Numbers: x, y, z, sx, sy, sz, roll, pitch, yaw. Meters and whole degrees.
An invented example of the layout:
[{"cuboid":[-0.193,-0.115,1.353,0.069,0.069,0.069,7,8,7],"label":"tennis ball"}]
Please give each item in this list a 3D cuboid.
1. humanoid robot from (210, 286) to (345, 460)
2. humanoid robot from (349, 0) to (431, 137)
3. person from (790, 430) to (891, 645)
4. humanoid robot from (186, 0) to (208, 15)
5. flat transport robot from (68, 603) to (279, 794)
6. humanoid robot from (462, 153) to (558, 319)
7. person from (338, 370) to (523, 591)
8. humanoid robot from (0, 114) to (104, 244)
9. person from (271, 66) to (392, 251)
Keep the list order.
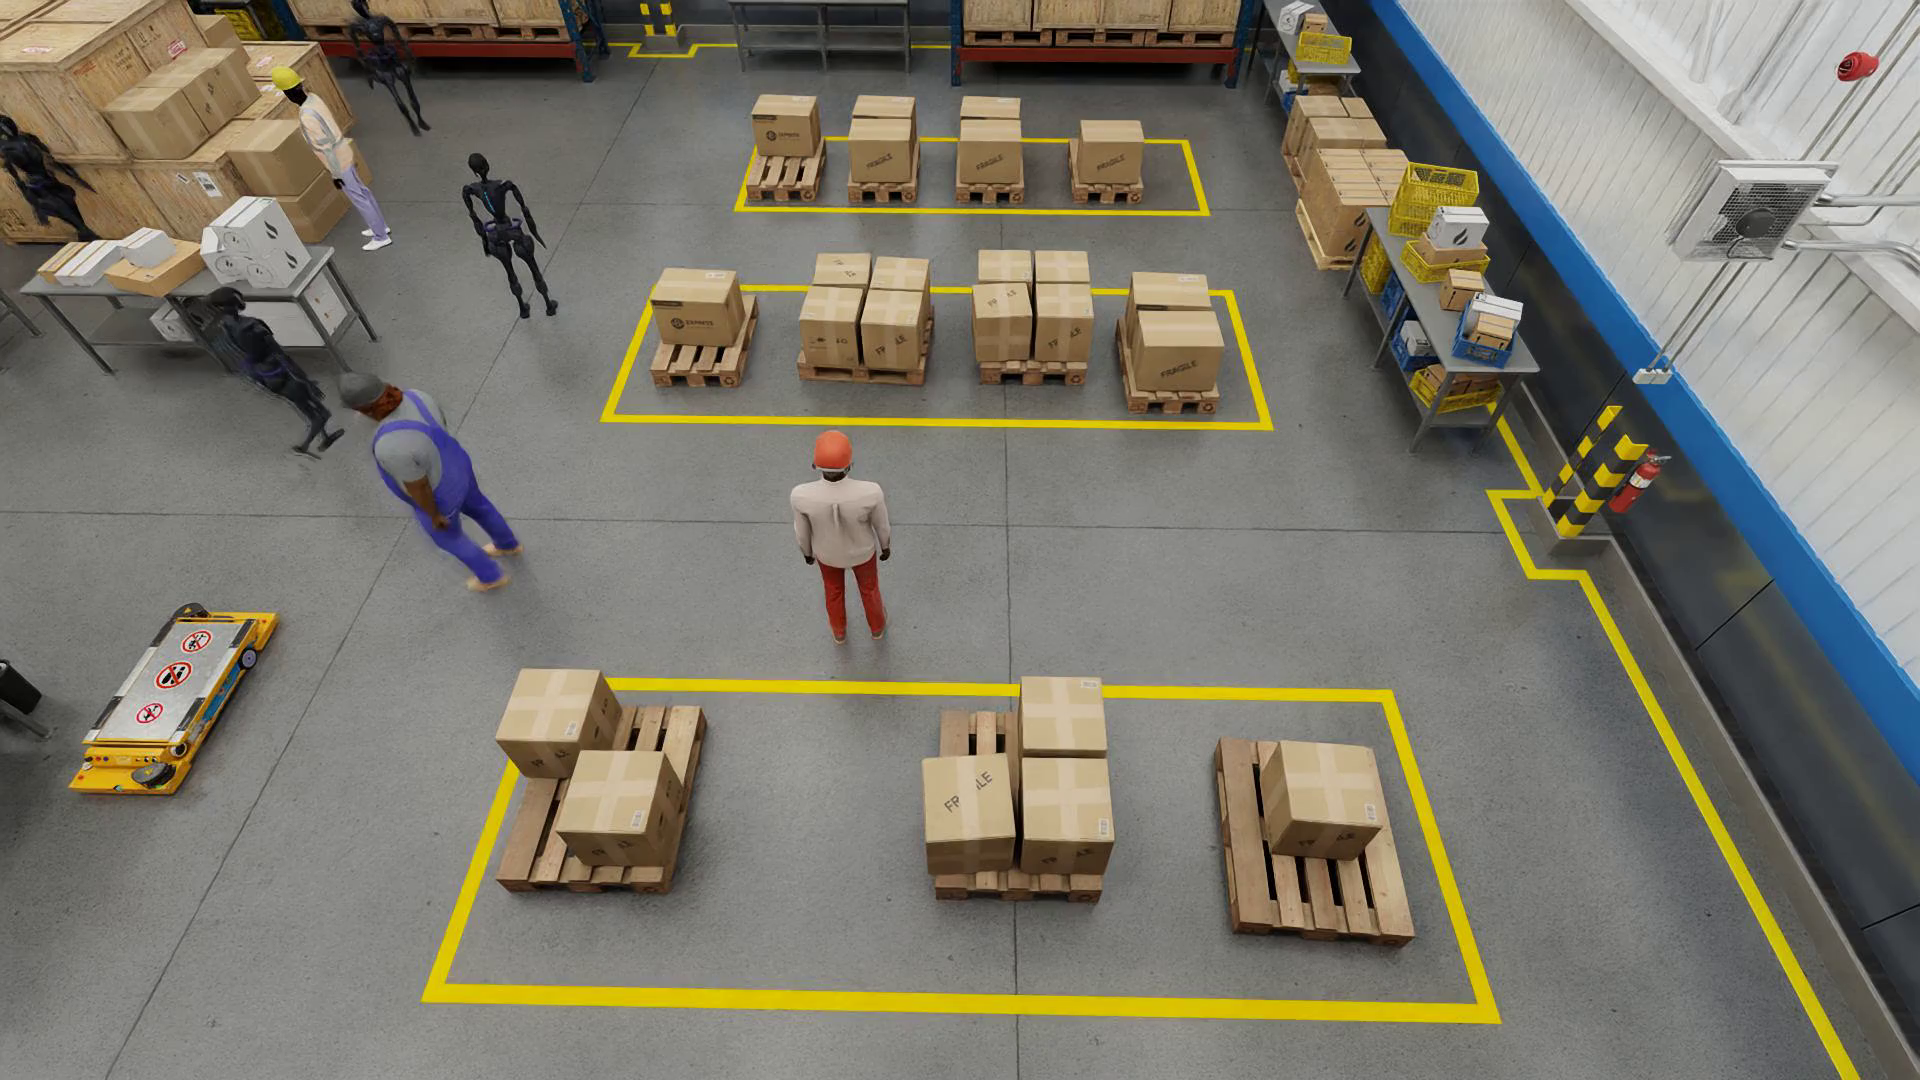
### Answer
[{"cuboid":[-5.639,-1.328,7.572,0.606,1.652,0.429,20,53,17],"label":"humanoid robot"},{"cuboid":[-7.084,-5.895,11.436,0.621,1.642,0.516,-33,57,-25],"label":"humanoid robot"},{"cuboid":[-0.773,0.038,6.205,0.620,1.993,0.379,-4,50,-3],"label":"person"},{"cuboid":[-9.860,-6.463,11.912,0.565,1.652,0.338,-25,54,-19],"label":"humanoid robot"},{"cuboid":[-5.504,1.072,6.442,0.652,0.197,1.431,1,50,1],"label":"flat transport robot"},{"cuboid":[-4.402,-2.955,8.943,0.575,1.651,0.336,-8,50,-6],"label":"humanoid robot"},{"cuboid":[-3.782,-0.435,6.576,0.540,2.000,0.704,-2,50,-1],"label":"person"},{"cuboid":[-9.363,-3.605,9.519,0.698,1.627,0.621,-5,50,-4],"label":"humanoid robot"},{"cuboid":[-6.593,-3.994,9.665,0.379,1.921,0.585,-15,51,-13],"label":"person"}]
